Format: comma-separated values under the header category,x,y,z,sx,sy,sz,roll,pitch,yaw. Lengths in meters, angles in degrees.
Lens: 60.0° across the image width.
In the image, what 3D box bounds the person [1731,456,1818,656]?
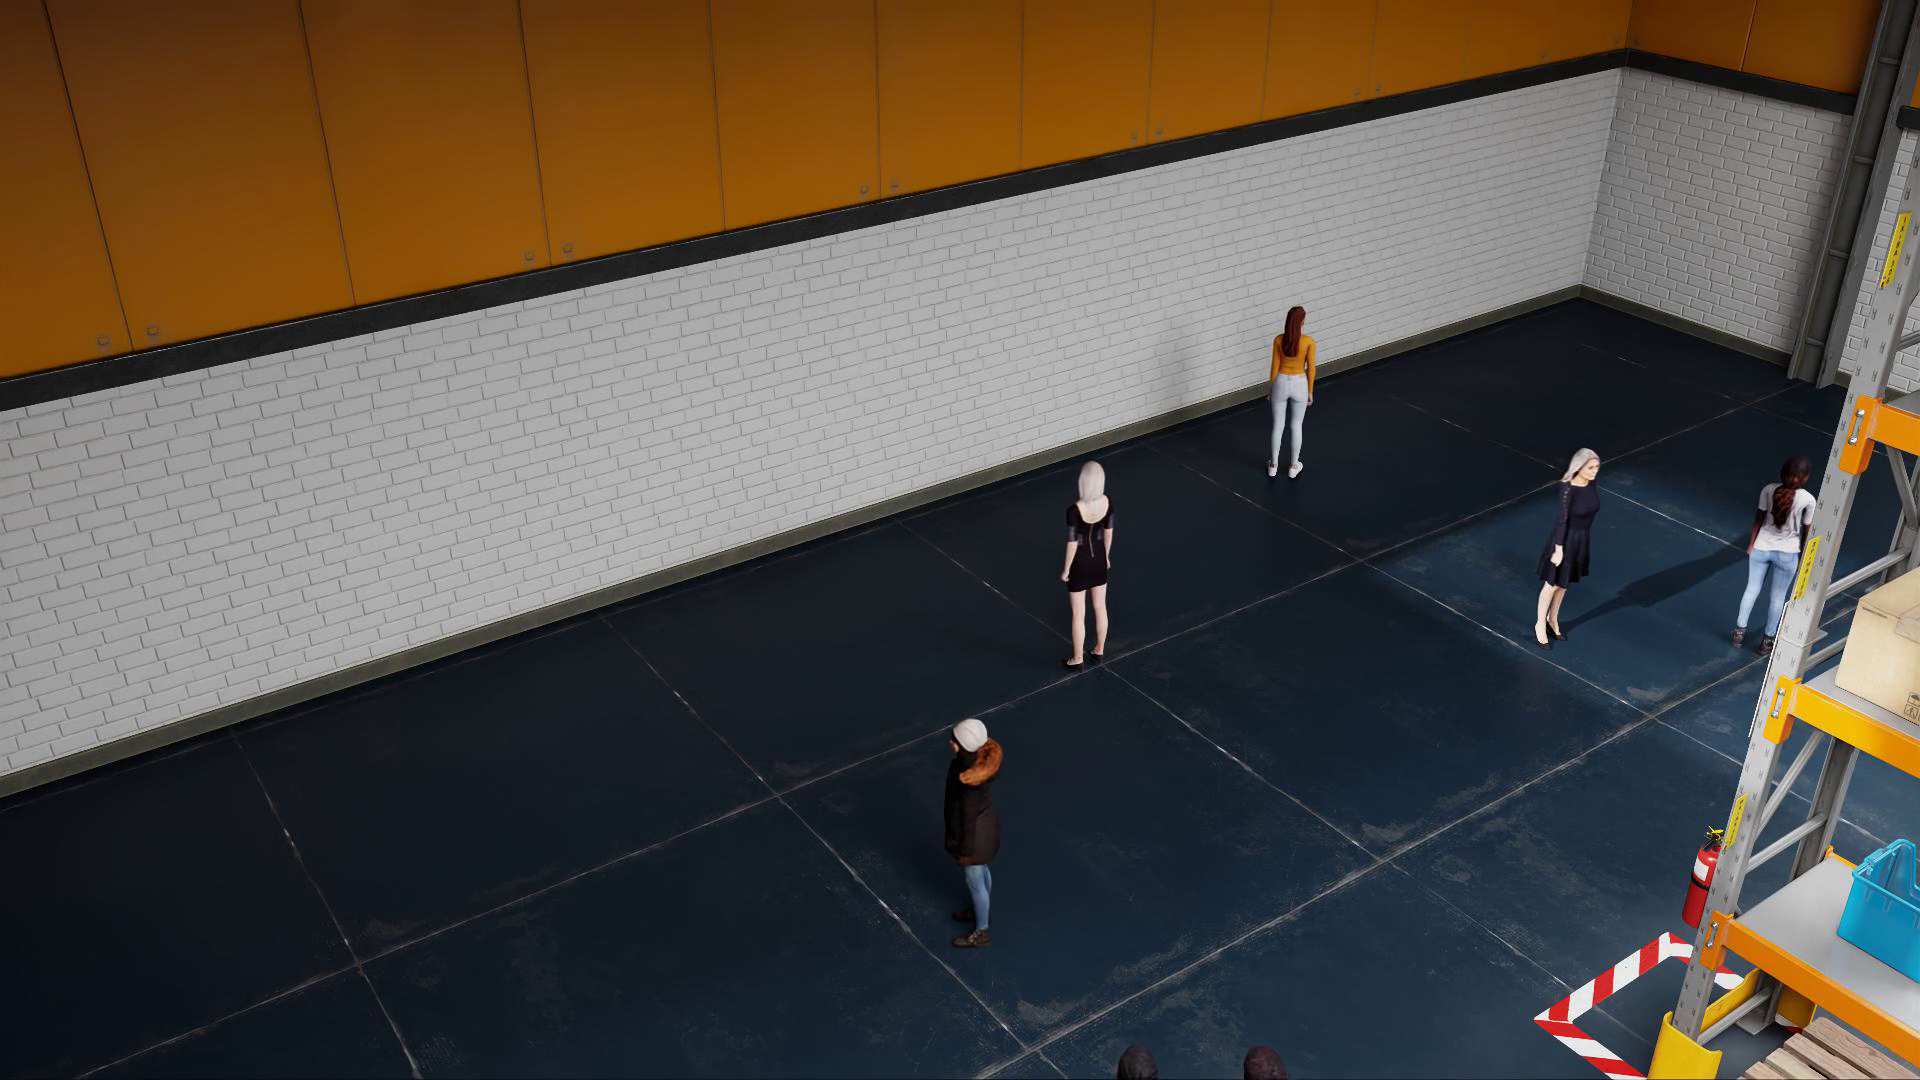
category,x,y,z,sx,sy,sz,roll,pitch,yaw
person,6.516,0.107,13.286,0.546,1.719,0.700,22,36,35

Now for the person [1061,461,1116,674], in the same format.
category,x,y,z,sx,sy,sz,roll,pitch,yaw
person,1.000,0.202,12.996,0.598,1.829,0.524,-15,32,-25

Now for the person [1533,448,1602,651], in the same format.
category,x,y,z,sx,sy,sz,roll,pitch,yaw
person,4.889,0.057,13.349,0.603,1.746,0.564,-20,35,-32

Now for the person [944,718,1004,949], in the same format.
category,x,y,z,sx,sy,sz,roll,pitch,yaw
person,0.093,1.795,10.282,0.780,1.633,0.705,2,29,3

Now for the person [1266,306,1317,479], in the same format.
category,x,y,z,sx,sy,sz,roll,pitch,yaw
person,3.190,-1.440,16.090,0.674,1.750,0.746,7,29,12
